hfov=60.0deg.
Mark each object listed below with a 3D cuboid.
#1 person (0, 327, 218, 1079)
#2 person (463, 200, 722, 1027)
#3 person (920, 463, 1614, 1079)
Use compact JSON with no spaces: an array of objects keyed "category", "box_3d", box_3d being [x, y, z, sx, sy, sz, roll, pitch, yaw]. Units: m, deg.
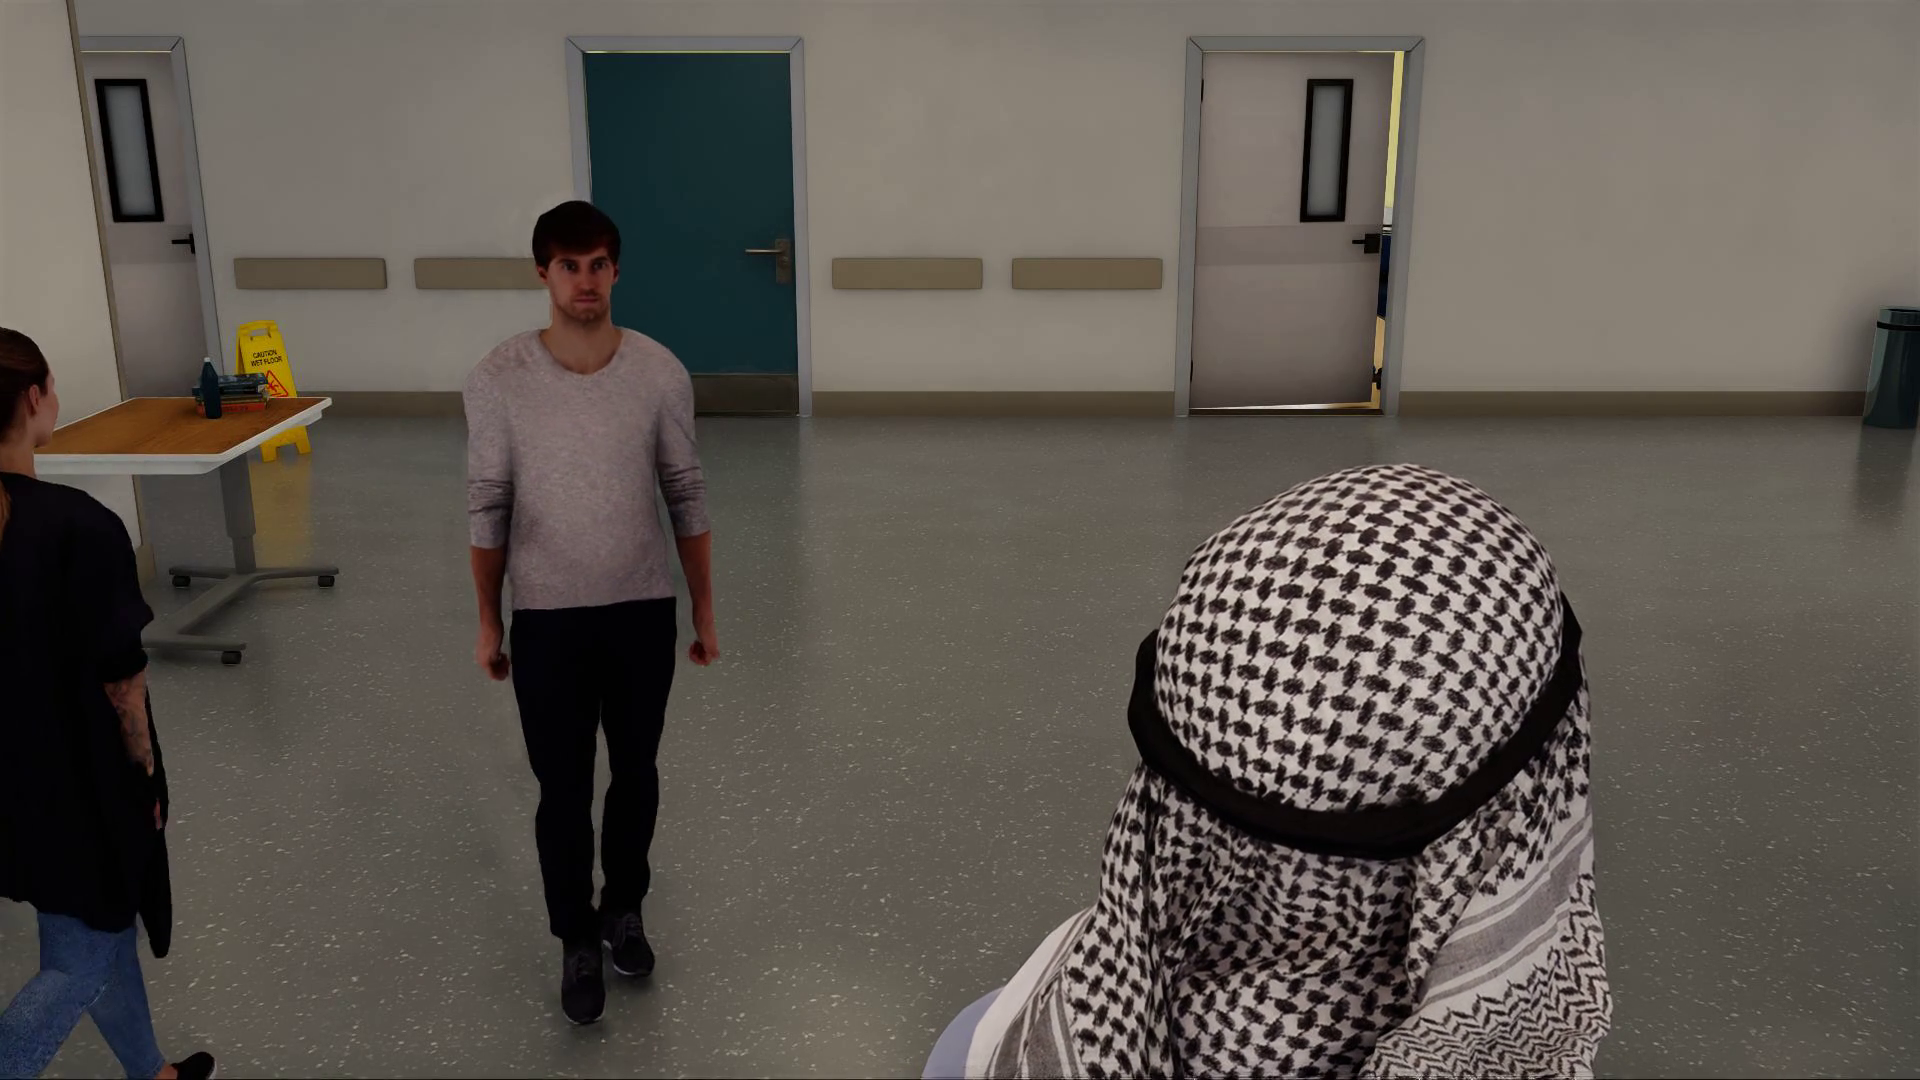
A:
[{"category":"person","box_3d":[-1.715,0.480,2.998,1.004,1.655,0.790,3,16,10]},{"category":"person","box_3d":[-0.869,0.142,3.870,0.781,1.832,0.875,-7,17,-24]},{"category":"person","box_3d":[0.187,0.894,1.031,0.753,1.925,0.862,9,18,30]}]
